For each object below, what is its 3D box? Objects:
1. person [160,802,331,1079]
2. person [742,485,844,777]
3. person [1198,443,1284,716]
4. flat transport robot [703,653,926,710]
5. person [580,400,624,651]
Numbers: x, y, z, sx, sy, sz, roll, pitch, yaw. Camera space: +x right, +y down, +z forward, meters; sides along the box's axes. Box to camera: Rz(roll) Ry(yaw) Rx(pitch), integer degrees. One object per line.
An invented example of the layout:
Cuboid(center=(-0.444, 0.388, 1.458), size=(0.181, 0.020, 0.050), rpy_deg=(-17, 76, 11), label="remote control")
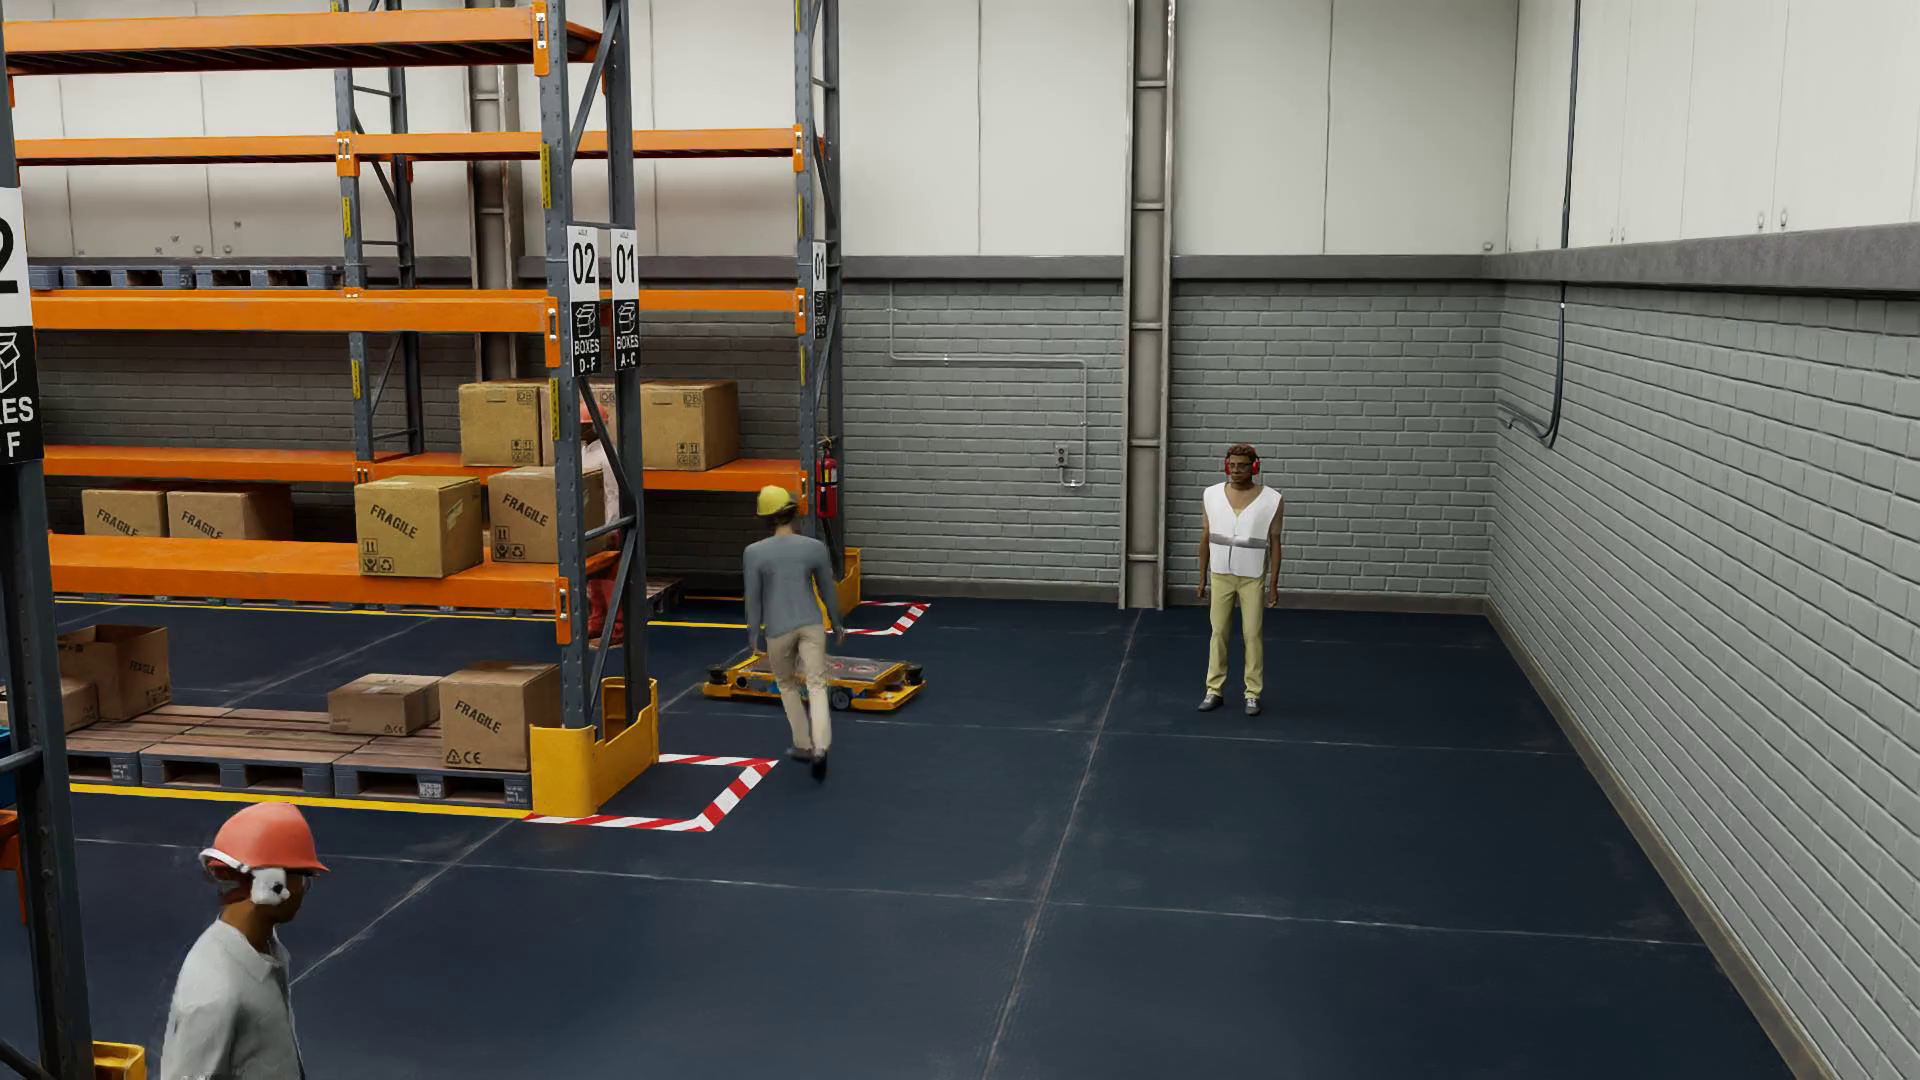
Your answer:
Cuboid(center=(-1.758, 1.493, 4.027), size=(0.529, 1.709, 0.582), rpy_deg=(-3, 10, -17), label="person")
Cuboid(center=(-0.945, 0.550, 9.874), size=(0.618, 1.722, 0.705), rpy_deg=(-4, 10, -24), label="person")
Cuboid(center=(1.895, 0.260, 11.269), size=(0.563, 1.847, 0.390), rpy_deg=(4, 10, 21), label="person")
Cuboid(center=(-1.016, 0.976, 11.701), size=(1.431, 0.197, 0.652), rpy_deg=(3, 10, 18), label="flat transport robot")
Cuboid(center=(-2.886, -0.124, 13.204), size=(0.400, 1.990, 0.623), rpy_deg=(-6, 11, -34), label="person")
